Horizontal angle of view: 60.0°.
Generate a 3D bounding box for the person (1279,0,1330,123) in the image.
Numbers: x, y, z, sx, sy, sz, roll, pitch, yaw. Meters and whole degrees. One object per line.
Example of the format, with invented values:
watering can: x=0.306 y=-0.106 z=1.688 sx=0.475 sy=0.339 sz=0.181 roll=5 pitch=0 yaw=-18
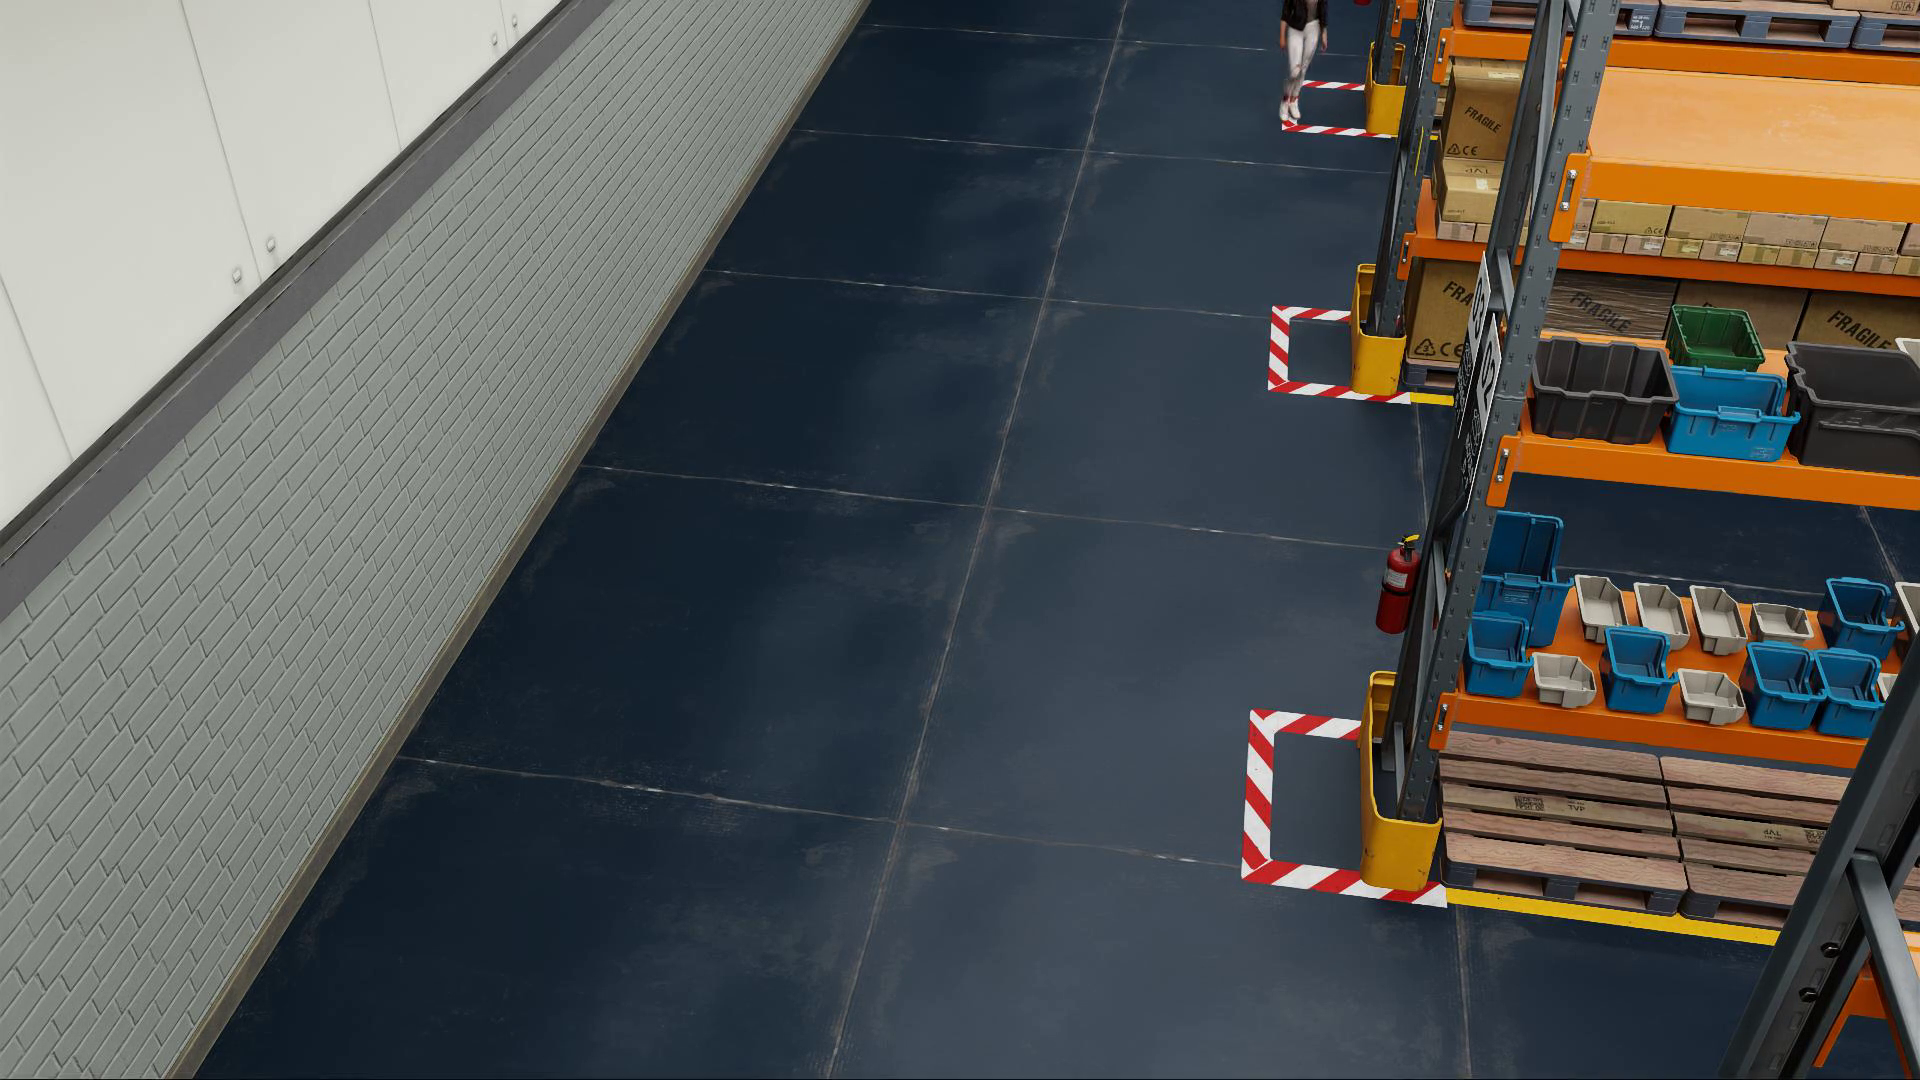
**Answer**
person: x=3.365 y=-5.017 z=16.448 sx=0.638 sy=1.682 sz=0.738 roll=-6 pitch=38 yaw=-8
